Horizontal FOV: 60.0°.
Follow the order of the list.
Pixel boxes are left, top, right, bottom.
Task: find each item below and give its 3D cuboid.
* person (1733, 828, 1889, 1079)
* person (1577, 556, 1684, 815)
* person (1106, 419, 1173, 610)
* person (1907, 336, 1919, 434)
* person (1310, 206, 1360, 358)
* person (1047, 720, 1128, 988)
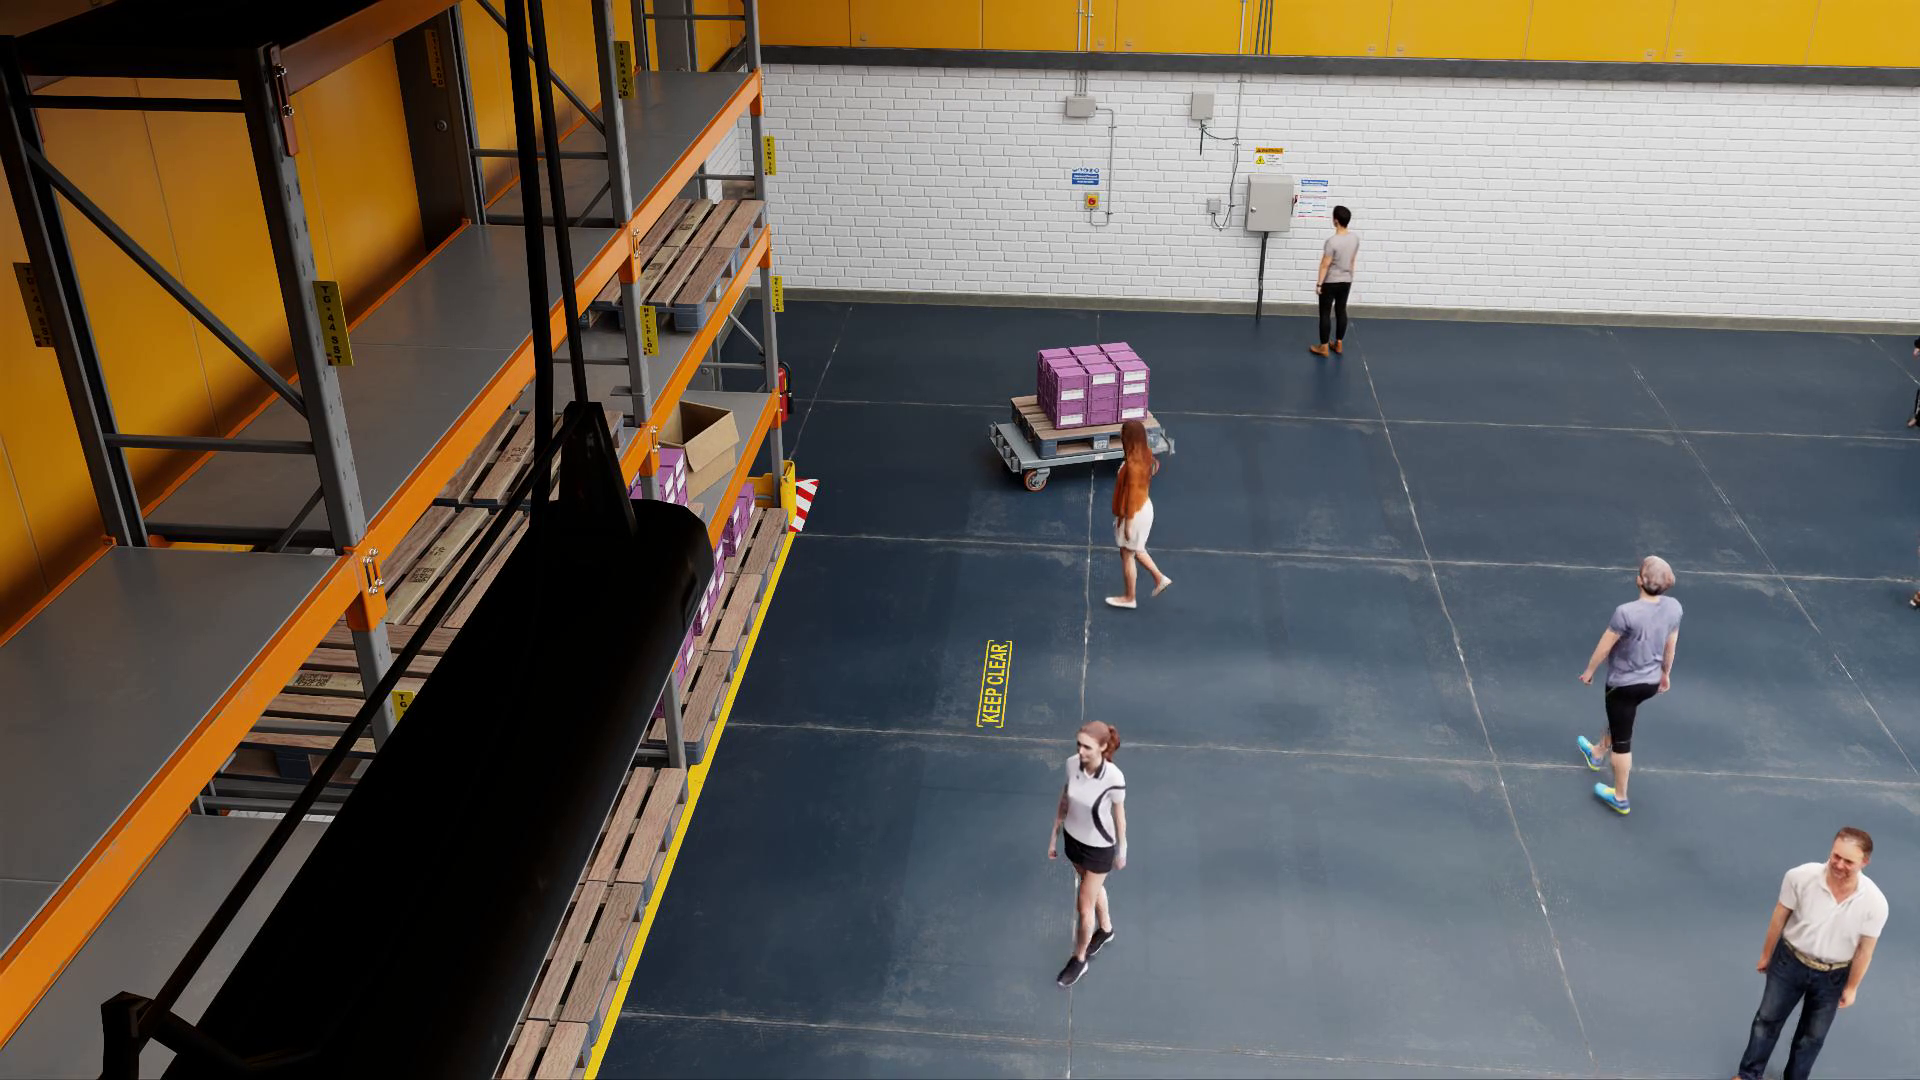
[{"bbox_3d":[4.595,2.271,8.927,0.791,1.858,0.830,22,35,34],"label":"person"},{"bbox_3d":[4.584,1.019,11.219,0.911,1.862,1.107,-9,30,-16],"label":"person"},{"bbox_3d":[1.511,-0.188,13.591,0.793,1.709,0.782,10,30,18],"label":"person"},{"bbox_3d":[9.859,-1.864,16.673,0.654,1.699,0.534,4,29,8],"label":"person"},{"bbox_3d":[4.204,-2.884,18.528,0.688,1.713,0.702,-11,31,-19],"label":"person"},{"bbox_3d":[0.839,1.784,9.956,0.841,1.727,0.941,23,36,36],"label":"person"}]
